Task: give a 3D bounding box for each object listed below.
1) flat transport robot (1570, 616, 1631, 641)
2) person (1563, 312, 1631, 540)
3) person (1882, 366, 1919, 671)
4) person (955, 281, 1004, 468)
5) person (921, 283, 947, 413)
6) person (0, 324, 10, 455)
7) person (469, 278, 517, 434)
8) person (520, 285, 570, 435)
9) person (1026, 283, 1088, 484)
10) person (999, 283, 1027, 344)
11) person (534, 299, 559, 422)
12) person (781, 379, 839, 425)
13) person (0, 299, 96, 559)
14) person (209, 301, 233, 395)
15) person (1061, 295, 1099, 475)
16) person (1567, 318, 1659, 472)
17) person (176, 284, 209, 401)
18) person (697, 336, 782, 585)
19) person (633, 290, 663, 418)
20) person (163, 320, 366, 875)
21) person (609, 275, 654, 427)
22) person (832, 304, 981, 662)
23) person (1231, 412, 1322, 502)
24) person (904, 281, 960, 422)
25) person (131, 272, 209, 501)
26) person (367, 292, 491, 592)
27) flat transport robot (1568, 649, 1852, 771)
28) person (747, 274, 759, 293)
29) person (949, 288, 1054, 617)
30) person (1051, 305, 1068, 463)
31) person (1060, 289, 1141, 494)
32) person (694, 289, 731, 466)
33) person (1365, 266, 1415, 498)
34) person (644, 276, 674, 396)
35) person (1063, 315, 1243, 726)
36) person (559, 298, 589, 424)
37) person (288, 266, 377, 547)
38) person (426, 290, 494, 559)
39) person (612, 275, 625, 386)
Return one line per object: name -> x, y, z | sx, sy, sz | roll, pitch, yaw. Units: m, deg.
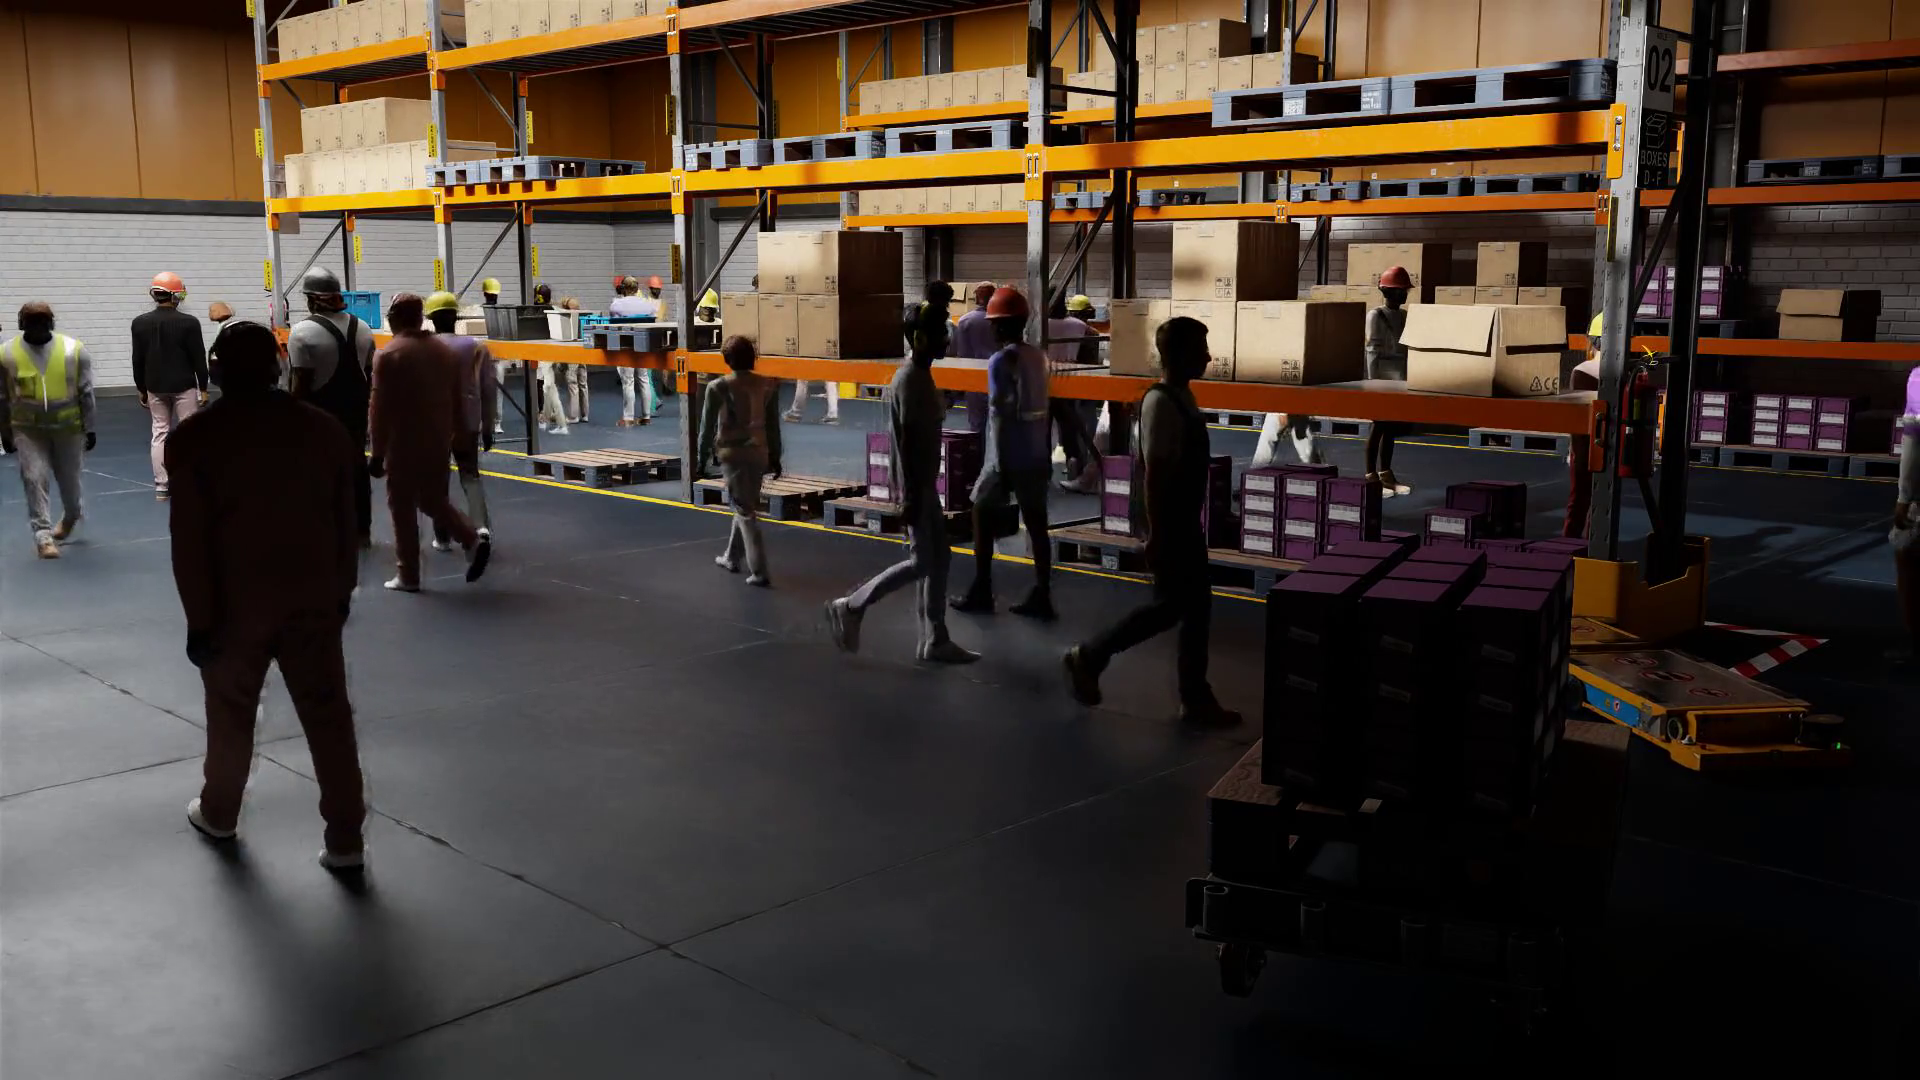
flat transport robot -> 2.722, 0.548, 8.262 | 1.431, 0.197, 0.652 | -2, 9, -10
person -> 4.009, -0.547, 10.410 | 0.525, 1.769, 0.316 | -6, 11, -33
person -> 4.826, -0.250, 8.128 | 0.585, 1.910, 0.701 | 1, 9, 8
person -> 0.248, -1.508, 15.881 | 0.642, 1.905, 0.399 | -3, 10, -18
person -> -0.365, -2.685, 23.329 | 0.431, 1.836, 0.621 | -3, 10, -18
person -> -10.364, -1.669, 17.790 | 0.506, 1.598, 0.820 | -6, 11, -33
person -> -5.727, -2.241, 20.353 | 0.618, 1.904, 0.484 | -5, 10, -27
person -> -5.137, -2.209, 20.445 | 0.908, 1.823, 0.484 | 6, 11, 32
person -> 0.908, -1.423, 15.413 | 0.596, 1.895, 0.822 | -1, 9, -8
person -> 0.472, -1.718, 17.259 | 0.493, 1.870, 0.604 | 9, 13, 42
person -> -5.482, -2.377, 21.837 | 0.318, 1.697, 0.535 | 5, 11, 28
person -> -1.934, -2.481, 21.694 | 0.964, 1.945, 0.647 | 8, 13, 42
person -> -6.507, -0.806, 11.847 | 0.638, 1.823, 0.746 | -5, 11, -30
person -> -9.141, -2.166, 20.765 | 0.359, 1.616, 0.516 | -1, 9, -8
person -> 1.185, -1.524, 16.396 | 0.315, 1.769, 0.524 | 6, 11, 33
person -> 6.525, -1.470, 16.613 | 0.498, 1.586, 0.899 | -8, 12, -39
person -> -11.836, -2.976, 25.174 | 0.535, 1.818, 1.000 | 2, 9, 11
person -> -1.429, -0.522, 10.772 | 0.534, 1.589, 0.857 | -7, 11, -36
person -> -4.321, -2.519, 22.538 | 0.399, 1.742, 0.557 | -3, 10, -20
person -> -2.347, 0.186, 5.664 | 0.665, 1.849, 1.011 | -9, 13, -43
person -> -4.207, -2.412, 21.314 | 0.629, 1.940, 0.373 | -9, 13, -43
person -> -0.267, -0.280, 8.501 | 0.678, 1.849, 0.526 | 2, 9, 10
person -> 2.780, -1.167, 14.170 | 0.947, 1.781, 0.615 | 7, 11, 36
person -> -0.345, -1.443, 15.424 | 0.678, 1.920, 0.752 | -3, 10, -17
person -> -6.864, -1.331, 14.512 | 0.625, 1.992, 0.386 | 0, 9, -2
person -> -3.328, -0.599, 10.368 | 0.594, 1.884, 0.675 | 5, 11, 28
flat transport robot -> 3.150, 0.707, 7.286 | 0.652, 0.197, 1.431 | -1, 9, -7
person -> -3.478, -3.657, 28.949 | 0.627, 1.940, 0.372 | -3, 10, -20
person -> 0.259, -0.507, 9.739 | 0.786, 1.907, 0.560 | 8, 12, 41
person -> 1.011, -1.647, 17.359 | 0.316, 1.695, 0.541 | 1, 9, 4
person -> 1.463, -1.318, 14.886 | 1.014, 1.853, 0.657 | 3, 10, 20
person -> -2.566, -1.638, 16.925 | 0.587, 1.822, 0.403 | -5, 11, -30
person -> 3.840, -1.402, 14.804 | 0.378, 2.044, 0.608 | 9, 13, 43
person -> -4.821, -3.232, 26.437 | 0.566, 1.911, 0.757 | -7, 12, -37
person -> 0.876, -0.080, 7.372 | 0.731, 1.826, 0.512 | 4, 10, 21
person -> -5.054, -2.335, 21.756 | 0.308, 1.640, 0.511 | 4, 10, 22
person -> -4.544, -0.930, 11.916 | 0.538, 2.000, 0.683 | 5, 11, 28
person -> -3.564, -0.805, 11.681 | 0.640, 1.885, 0.892 | -5, 11, -29
person -> -5.701, -3.594, 28.642 | 0.684, 1.913, 0.547 | 7, 12, 38
